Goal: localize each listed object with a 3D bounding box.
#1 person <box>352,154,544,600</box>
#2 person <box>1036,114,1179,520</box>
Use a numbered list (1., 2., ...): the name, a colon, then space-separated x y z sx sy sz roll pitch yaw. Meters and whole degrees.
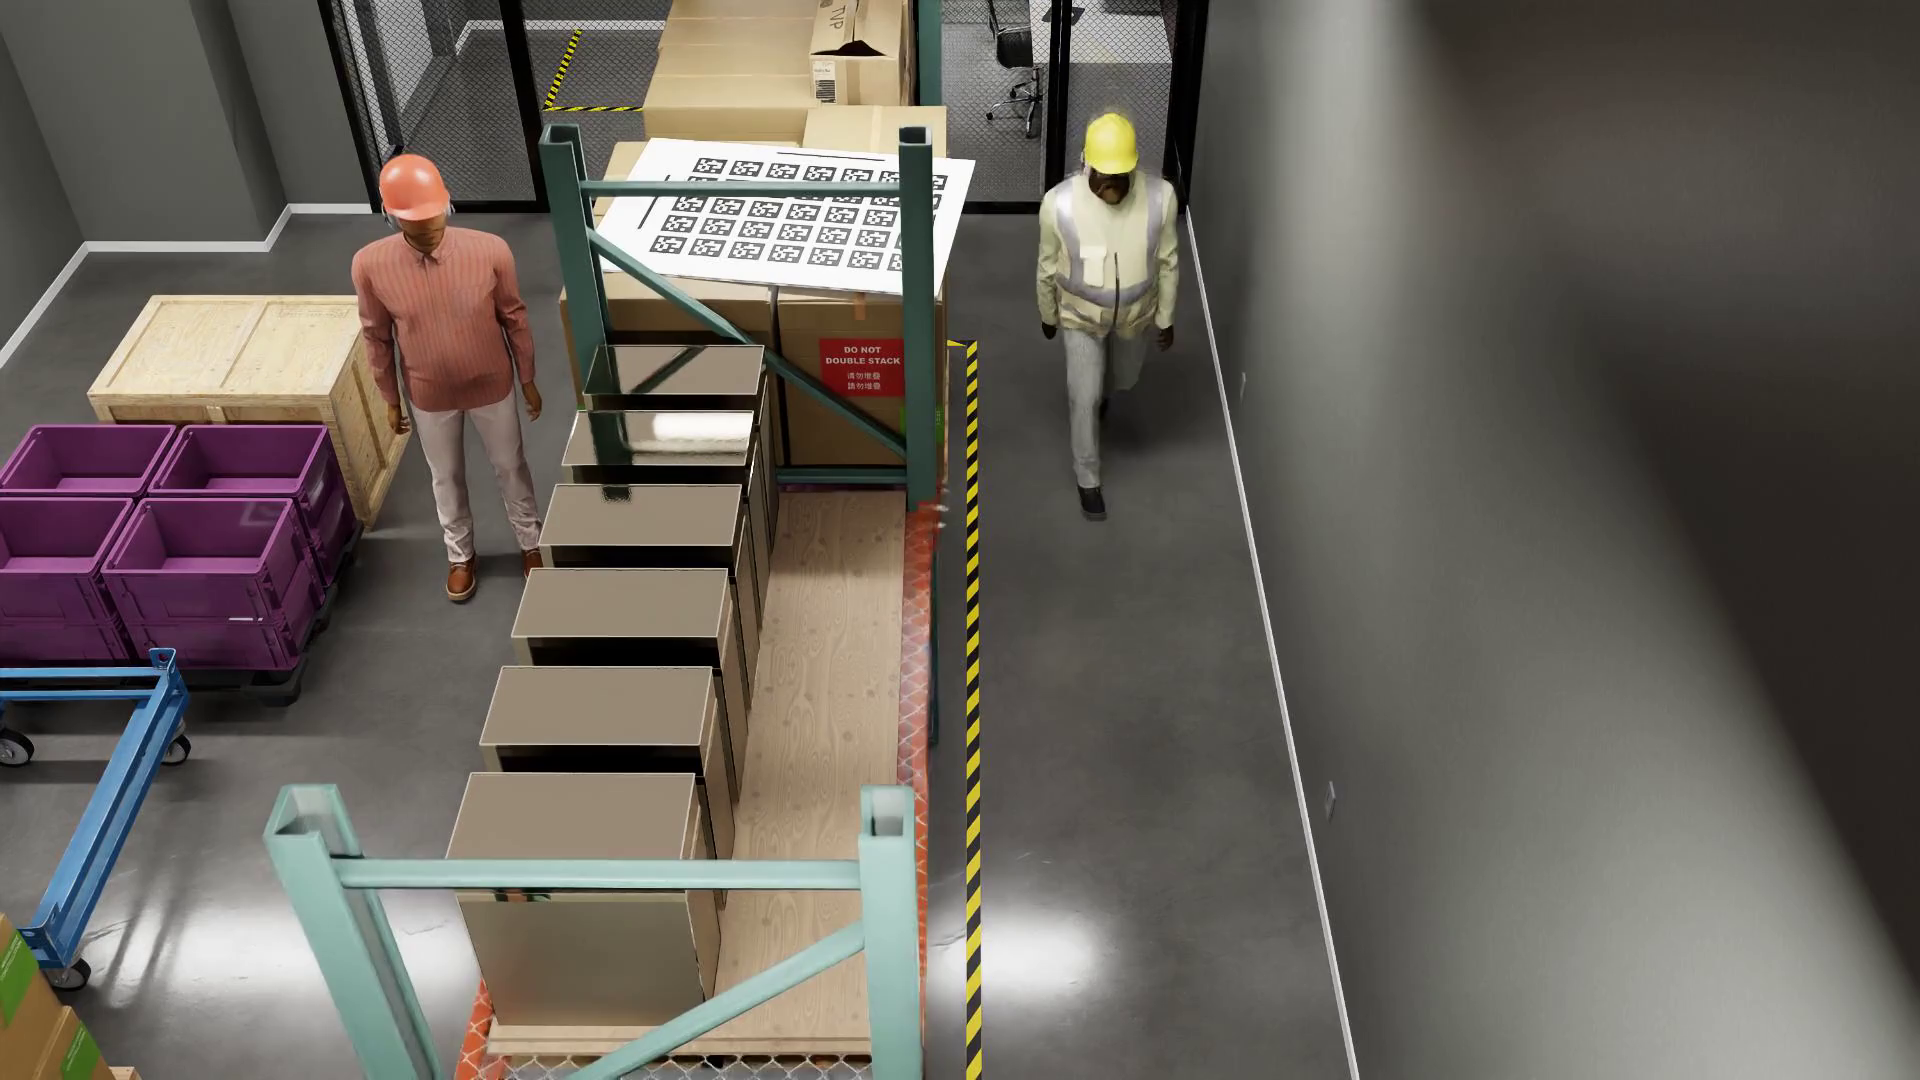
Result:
1. person: -1.968 -0.607 6.536 0.622 1.995 0.382 -9 42 -11
2. person: 0.621 -1.040 7.178 0.592 1.809 0.829 -5 41 -6
